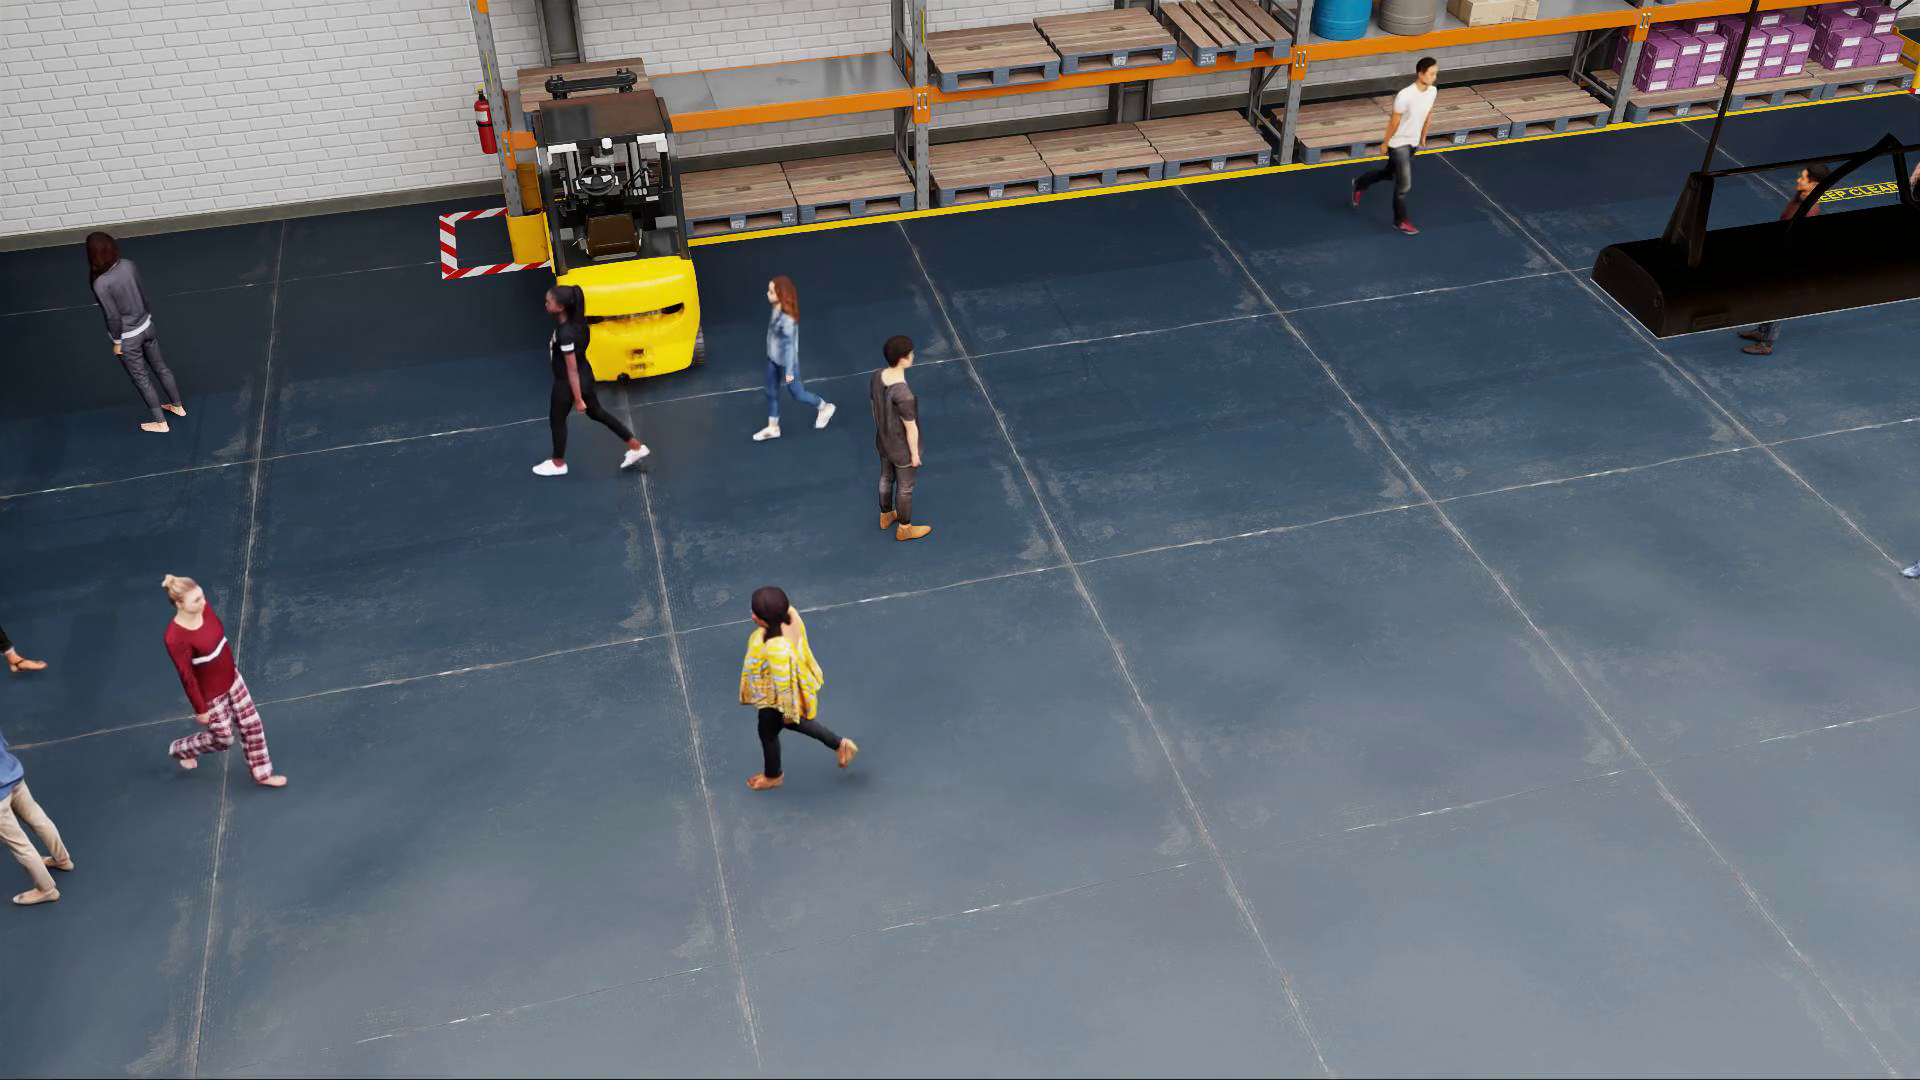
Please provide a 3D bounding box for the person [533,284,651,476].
[{"bbox_3d":[-2.906,-1.212,12.921,1.223,1.691,0.799,-1,39,-2],"label":"person"}]

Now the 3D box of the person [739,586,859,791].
[{"bbox_3d":[-1.019,0.943,10.272,1.026,1.631,0.828,-1,39,-1],"label":"person"}]

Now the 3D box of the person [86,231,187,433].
[{"bbox_3d":[-6.693,-1.692,13.461,0.686,1.768,0.691,10,40,12],"label":"person"}]

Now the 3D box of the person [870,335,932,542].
[{"bbox_3d":[-0.469,-0.757,12.335,0.670,1.713,0.696,-25,45,-28],"label":"person"}]

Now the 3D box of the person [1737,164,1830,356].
[{"bbox_3d":[7.156,-2.431,14.377,0.694,1.780,0.723,8,39,10],"label":"person"}]

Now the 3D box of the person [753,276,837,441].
[{"bbox_3d":[-1.345,-1.461,13.423,0.991,1.454,0.698,-17,42,-20],"label":"person"}]

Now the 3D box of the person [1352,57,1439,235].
[{"bbox_3d":[4.233,-3.899,16.249,1.180,1.748,1.031,-26,46,-29],"label":"person"}]

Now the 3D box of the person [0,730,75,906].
[{"bbox_3d":[-5.563,1.441,9.603,0.656,1.697,0.676,0,39,0],"label":"person"}]

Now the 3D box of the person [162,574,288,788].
[{"bbox_3d":[-4.681,0.894,10.292,1.022,1.682,0.842,6,39,7],"label":"person"}]
